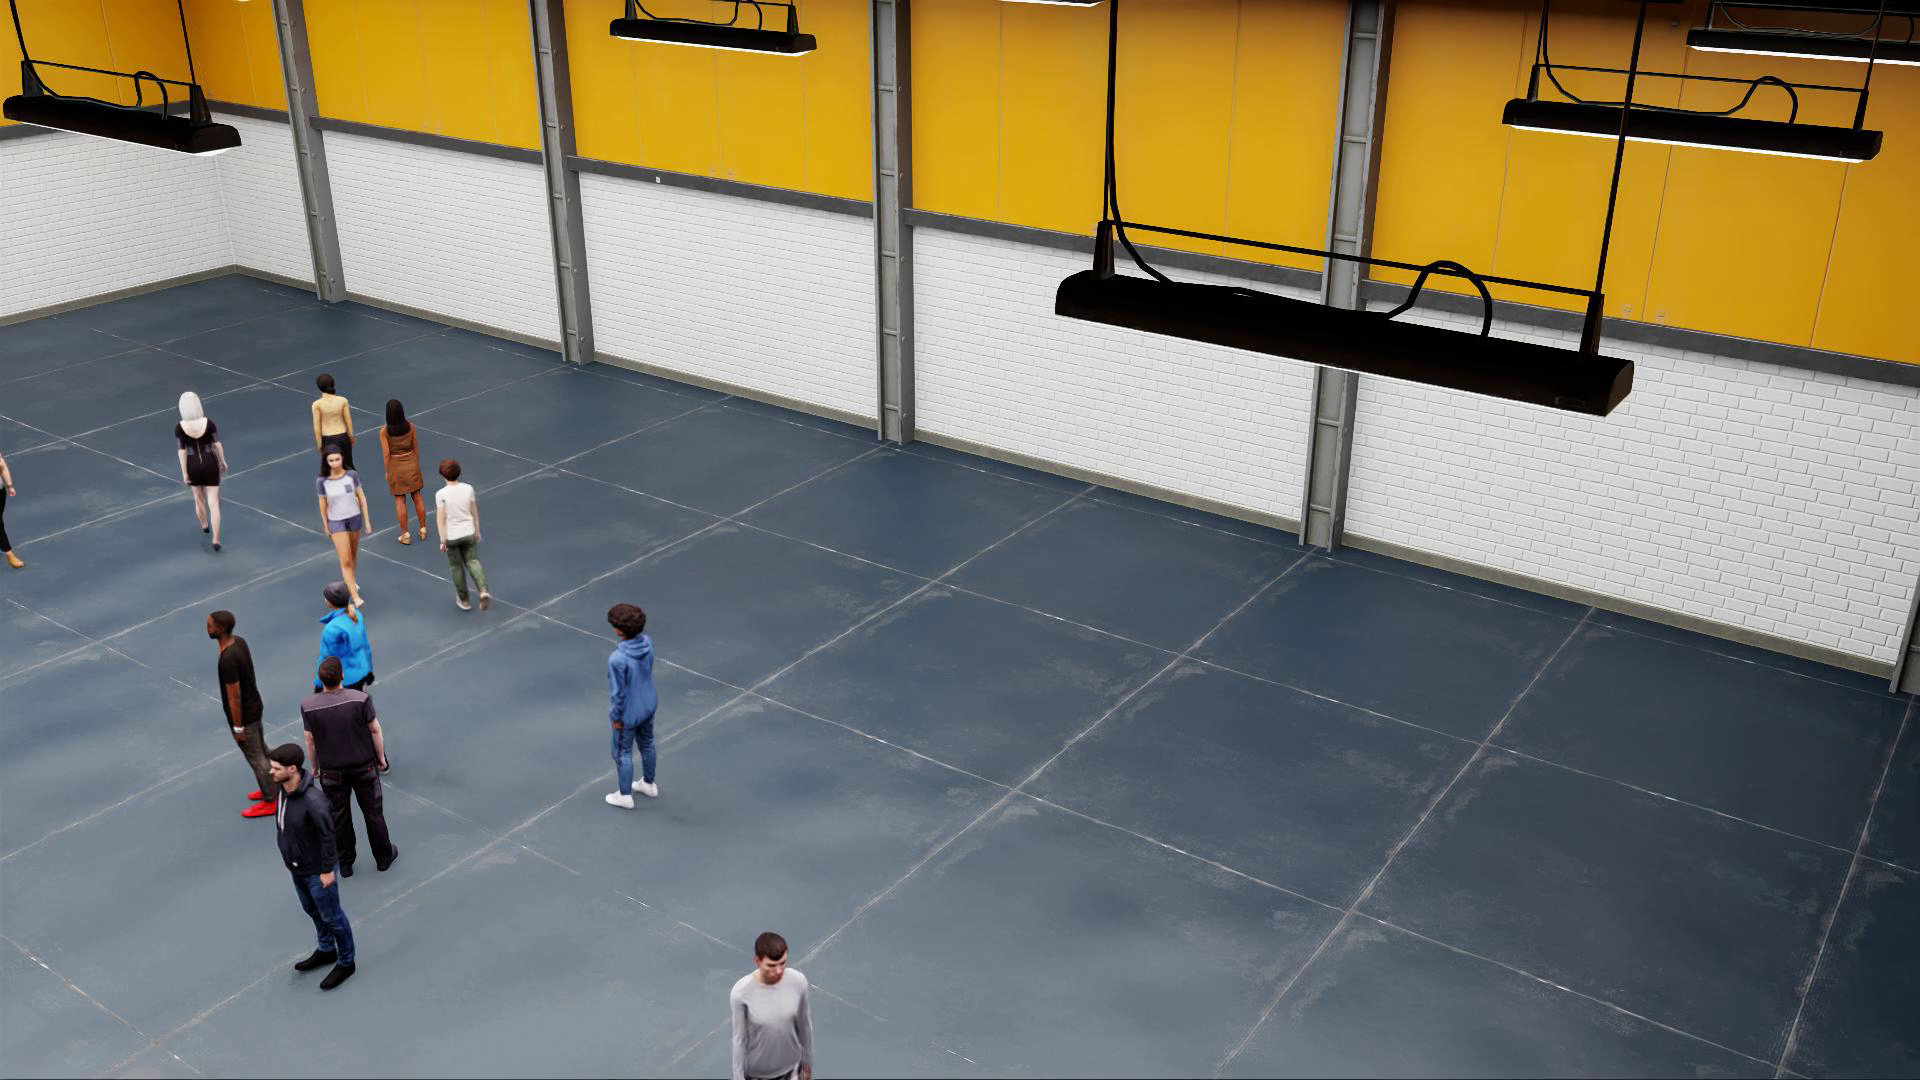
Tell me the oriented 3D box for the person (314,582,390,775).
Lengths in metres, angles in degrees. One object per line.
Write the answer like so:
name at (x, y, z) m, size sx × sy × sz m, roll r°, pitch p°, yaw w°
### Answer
person at (-5.027, 1.193, 13.950) m, size 0.923 × 1.782 × 0.796 m, roll 5°, pitch 24°, yaw 11°

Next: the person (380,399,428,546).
person at (-6.208, -0.770, 18.556) m, size 0.603 × 1.690 × 0.576 m, roll -20°, pitch 30°, yaw -37°

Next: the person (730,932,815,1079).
person at (-1.126, 3.026, 9.696) m, size 0.870 × 1.831 × 0.955 m, roll -8°, pitch 25°, yaw -18°

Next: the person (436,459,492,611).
person at (-5.042, -0.001, 16.866) m, size 0.758 × 1.635 × 0.969 m, roll -16°, pitch 28°, yaw -32°

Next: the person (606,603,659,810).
person at (-2.631, 1.341, 13.585) m, size 0.629 × 1.803 × 0.692 m, roll 14°, pitch 27°, yaw 30°

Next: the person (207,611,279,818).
person at (-5.774, 1.390, 13.481) m, size 0.773 × 1.798 × 0.713 m, roll -5°, pitch 24°, yaw -12°

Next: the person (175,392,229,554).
person at (-8.314, -0.717, 18.294) m, size 0.944 × 1.802 × 1.111 m, roll -10°, pitch 25°, yaw -21°

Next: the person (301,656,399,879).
person at (-4.663, 1.717, 12.672) m, size 0.794 × 1.846 × 0.829 m, roll -6°, pitch 24°, yaw -14°

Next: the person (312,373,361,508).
person at (-7.315, -1.161, 19.488) m, size 0.671 × 1.659 × 0.665 m, roll -15°, pitch 28°, yaw -30°

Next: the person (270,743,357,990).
person at (-4.465, 2.211, 11.483) m, size 0.532 × 1.892 × 0.748 m, roll 19°, pitch 30°, yaw 37°

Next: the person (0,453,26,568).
person at (-10.608, -0.563, 18.088) m, size 1.112 × 1.686 × 0.622 m, roll 15°, pitch 28°, yaw 30°

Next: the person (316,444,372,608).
person at (-6.391, -0.194, 17.241) m, size 0.849 × 1.687 × 1.171 m, roll -16°, pitch 28°, yaw -32°
